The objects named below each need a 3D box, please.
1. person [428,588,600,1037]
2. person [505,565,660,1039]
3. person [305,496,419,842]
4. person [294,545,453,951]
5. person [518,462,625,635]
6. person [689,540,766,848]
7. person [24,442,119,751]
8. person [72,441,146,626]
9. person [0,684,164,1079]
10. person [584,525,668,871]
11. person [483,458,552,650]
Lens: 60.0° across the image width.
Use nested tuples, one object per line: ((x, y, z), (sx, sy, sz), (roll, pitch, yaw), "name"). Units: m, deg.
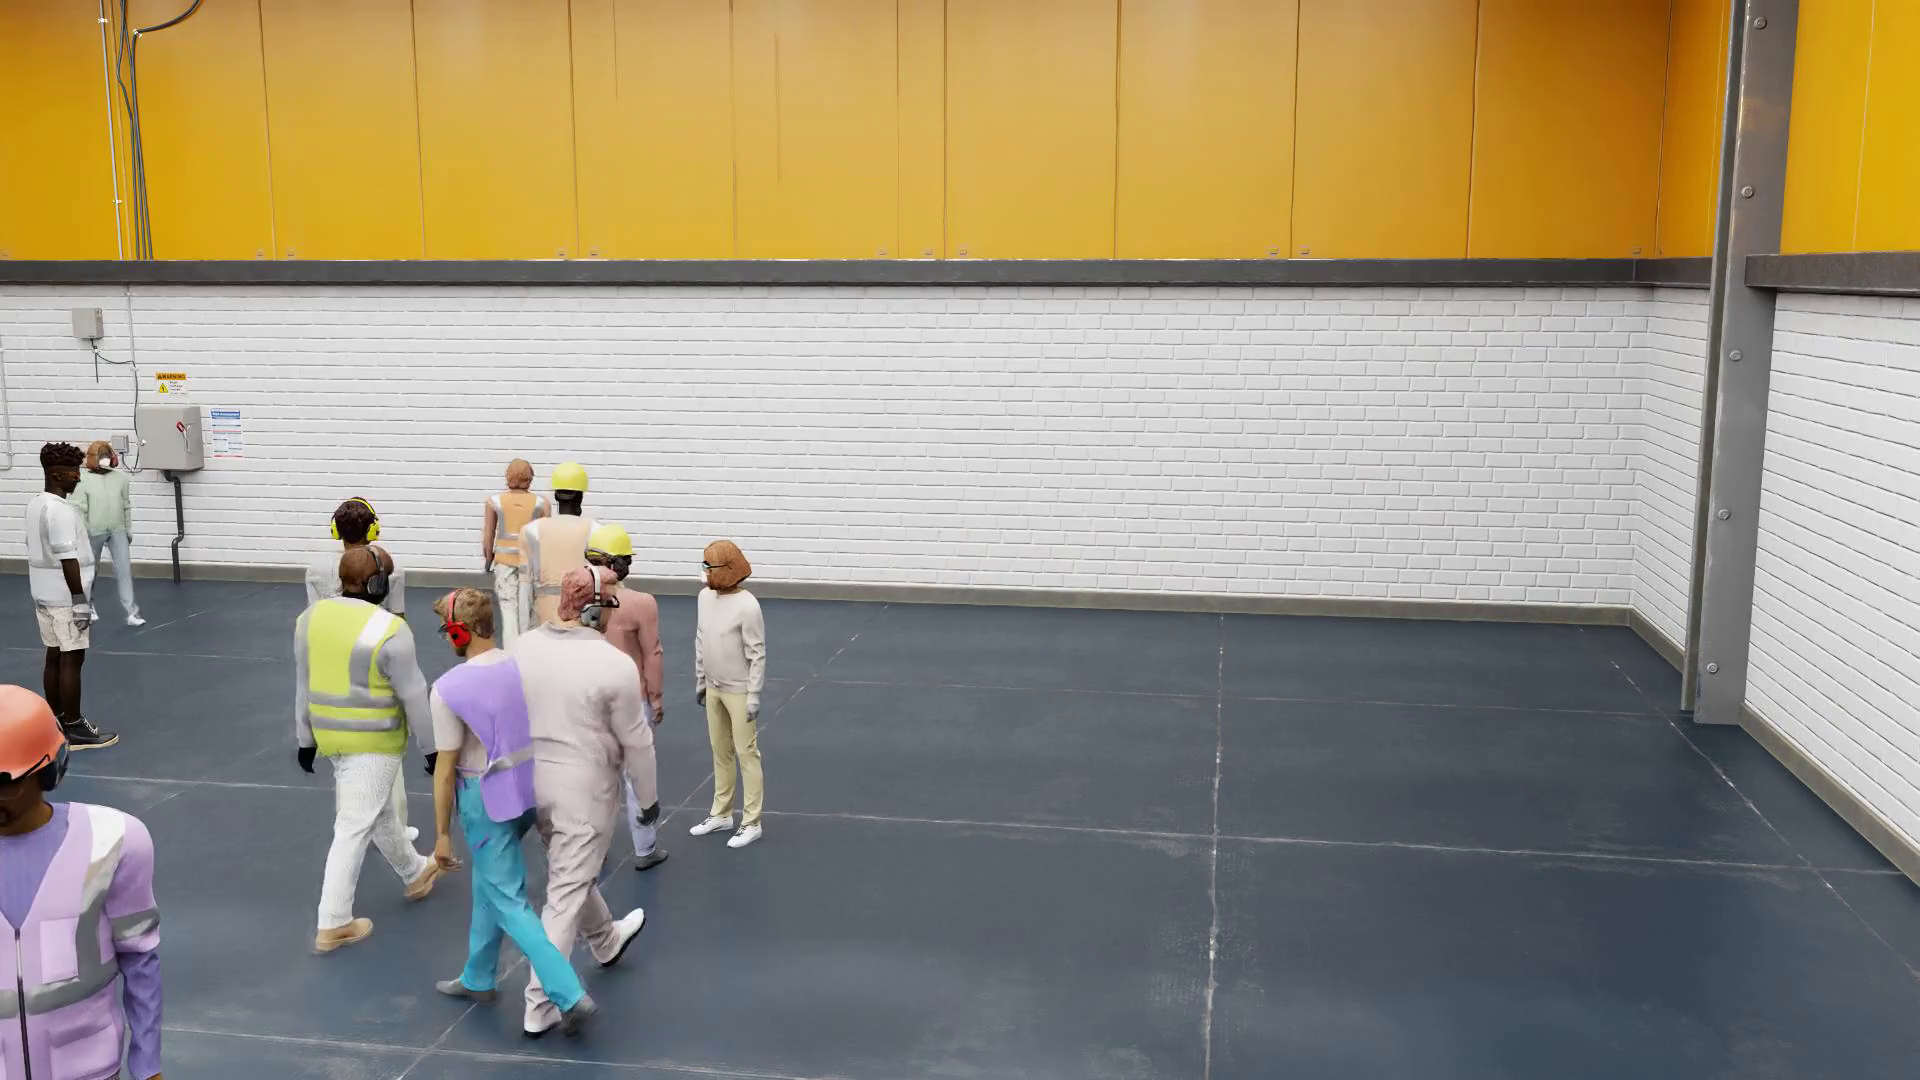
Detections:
((-1.791, 1.076, 6.636), (0.900, 1.798, 0.598), (4, 10, 25), "person")
((-1.520, 1.014, 6.810), (0.666, 1.860, 0.969), (5, 10, 26), "person")
((-3.112, 0.707, 8.661), (0.523, 1.870, 0.317), (-2, 9, -10), "person")
((-2.660, 0.907, 7.661), (0.656, 1.790, 0.944), (5, 11, 29), "person")
((-2.338, 0.467, 10.113), (0.611, 1.874, 0.980), (0, 9, 1), "person")
((-1.225, 0.803, 8.799), (0.501, 1.632, 0.286), (9, 13, 44), "person")
((-5.684, 0.352, 10.573), (0.604, 1.959, 0.378), (9, 13, 43), "person")
((-7.354, -0.064, 14.271), (0.859, 1.591, 0.513), (7, 12, 38), "person")
((-2.331, 1.348, 4.201), (0.609, 2.034, 0.404), (-4, 10, -24), "person")
((-1.749, 0.802, 8.409), (0.525, 1.765, 0.329), (1, 9, 7), "person")
((-3.379, 0.179, 12.738), (0.520, 1.603, 0.828), (-2, 10, -15), "person")
